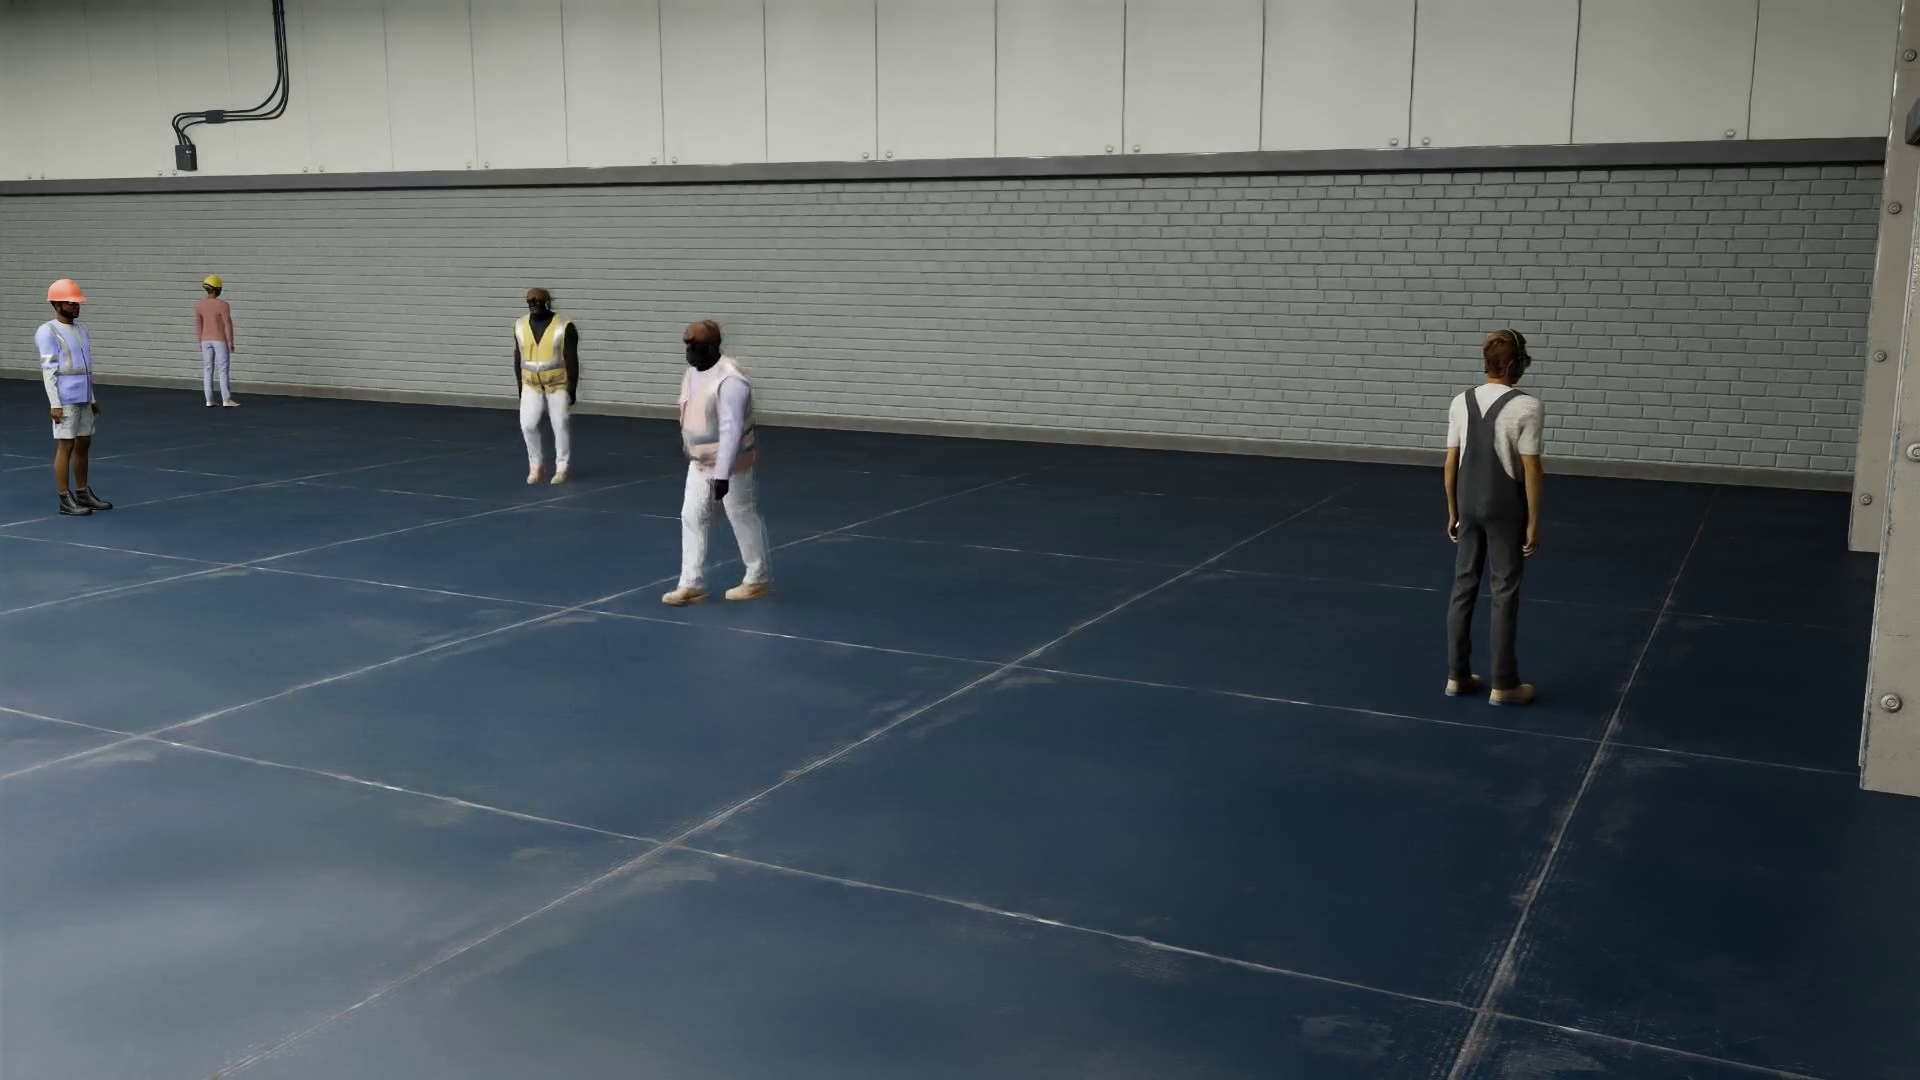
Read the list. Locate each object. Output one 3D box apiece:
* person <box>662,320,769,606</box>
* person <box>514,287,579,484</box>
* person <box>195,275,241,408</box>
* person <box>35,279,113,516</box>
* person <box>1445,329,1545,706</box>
[{"bbox_3d":[-1.516,-0.461,10.270,0.841,1.782,0.641,-8,13,-38],"label":"person"},{"bbox_3d":[-3.813,-1.411,15.321,0.642,1.822,0.506,1,10,6],"label":"person"},{"bbox_3d":[-9.943,-2.648,22.235,0.527,1.768,0.331,3,11,14],"label":"person"},{"bbox_3d":[-7.304,-1.172,13.717,0.356,1.937,0.552,1,10,6],"label":"person"},{"bbox_3d":[2.624,-0.112,8.190,0.344,1.845,0.506,-9,14,-40],"label":"person"}]
